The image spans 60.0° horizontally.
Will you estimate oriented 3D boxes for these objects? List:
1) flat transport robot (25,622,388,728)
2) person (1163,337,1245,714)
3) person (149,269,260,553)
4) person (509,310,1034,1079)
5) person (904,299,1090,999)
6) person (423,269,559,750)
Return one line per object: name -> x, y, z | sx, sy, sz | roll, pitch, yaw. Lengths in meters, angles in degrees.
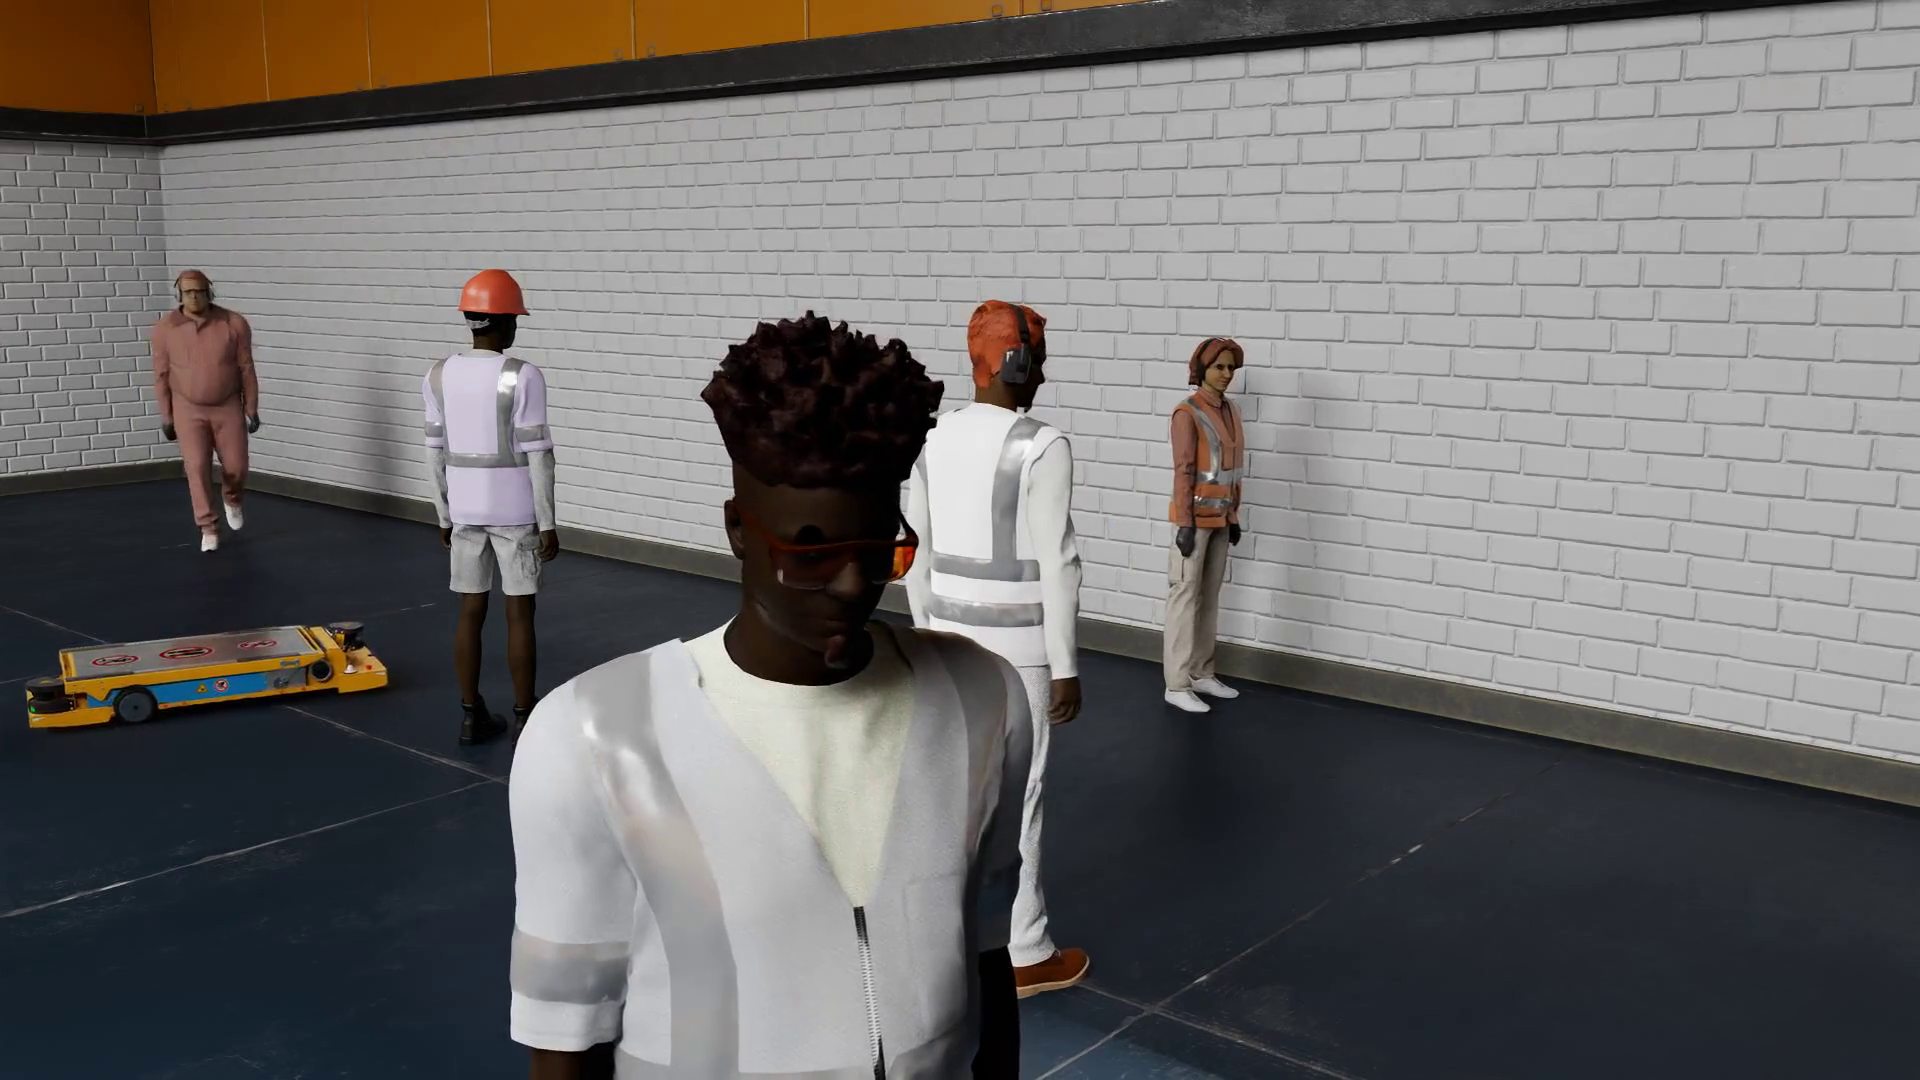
flat transport robot -> -3.383, 0.586, 7.478 | 1.431, 0.197, 0.652 | -6, 11, -29
person -> 1.084, -0.072, 7.344 | 0.315, 1.636, 0.514 | 7, 12, 35
person -> -5.092, -0.887, 11.252 | 0.645, 1.889, 0.636 | -5, 11, -24
person -> -0.163, 0.759, 1.802 | 0.604, 1.921, 0.379 | -6, 12, -31
person -> 0.097, 0.296, 4.535 | 0.575, 1.886, 0.362 | 10, 14, 44
person -> -1.867, -0.117, 6.743 | 0.551, 1.935, 0.371 | 3, 10, 17
